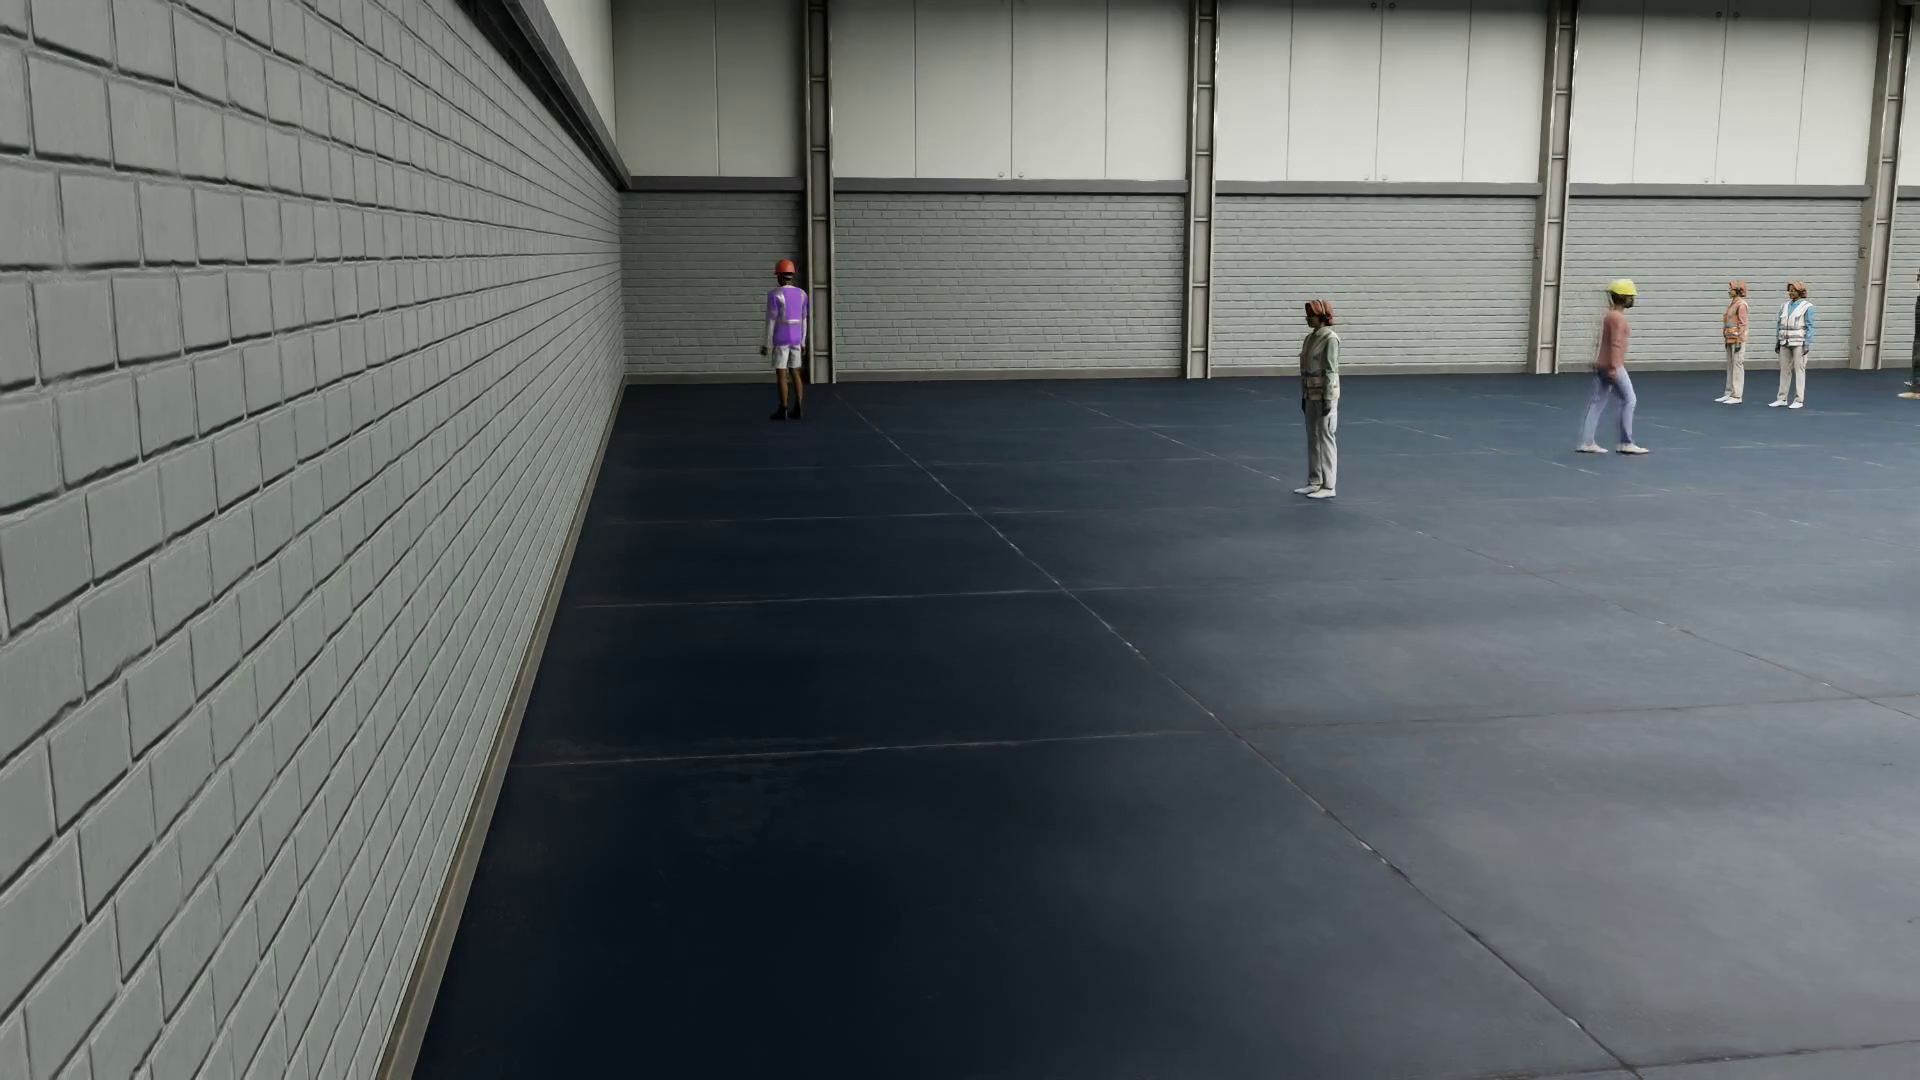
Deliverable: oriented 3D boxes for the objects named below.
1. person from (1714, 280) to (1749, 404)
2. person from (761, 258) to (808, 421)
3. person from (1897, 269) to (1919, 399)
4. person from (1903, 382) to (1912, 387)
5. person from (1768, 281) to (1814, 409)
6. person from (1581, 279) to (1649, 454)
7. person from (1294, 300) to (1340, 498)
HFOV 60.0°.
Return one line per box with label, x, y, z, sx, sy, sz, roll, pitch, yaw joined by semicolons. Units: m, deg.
person;10.306;-2.627;22.118;0.314;1.641;0.515;2;10;10
person;-2.092;-2.393;19.925;0.548;1.938;0.368;-9;14;-44
person;13.207;-2.821;22.686;0.535;1.835;0.537;2;10;11
person;14.200;-2.974;23.916;0.916;1.706;0.543;4;11;24
person;10.756;-2.514;21.472;0.309;1.639;0.523;-4;11;-21
person;6.598;-1.712;16.561;0.739;1.740;0.544;1;10;6
person;2.959;-1.160;13.705;0.315;1.629;0.509;-3;10;-15
